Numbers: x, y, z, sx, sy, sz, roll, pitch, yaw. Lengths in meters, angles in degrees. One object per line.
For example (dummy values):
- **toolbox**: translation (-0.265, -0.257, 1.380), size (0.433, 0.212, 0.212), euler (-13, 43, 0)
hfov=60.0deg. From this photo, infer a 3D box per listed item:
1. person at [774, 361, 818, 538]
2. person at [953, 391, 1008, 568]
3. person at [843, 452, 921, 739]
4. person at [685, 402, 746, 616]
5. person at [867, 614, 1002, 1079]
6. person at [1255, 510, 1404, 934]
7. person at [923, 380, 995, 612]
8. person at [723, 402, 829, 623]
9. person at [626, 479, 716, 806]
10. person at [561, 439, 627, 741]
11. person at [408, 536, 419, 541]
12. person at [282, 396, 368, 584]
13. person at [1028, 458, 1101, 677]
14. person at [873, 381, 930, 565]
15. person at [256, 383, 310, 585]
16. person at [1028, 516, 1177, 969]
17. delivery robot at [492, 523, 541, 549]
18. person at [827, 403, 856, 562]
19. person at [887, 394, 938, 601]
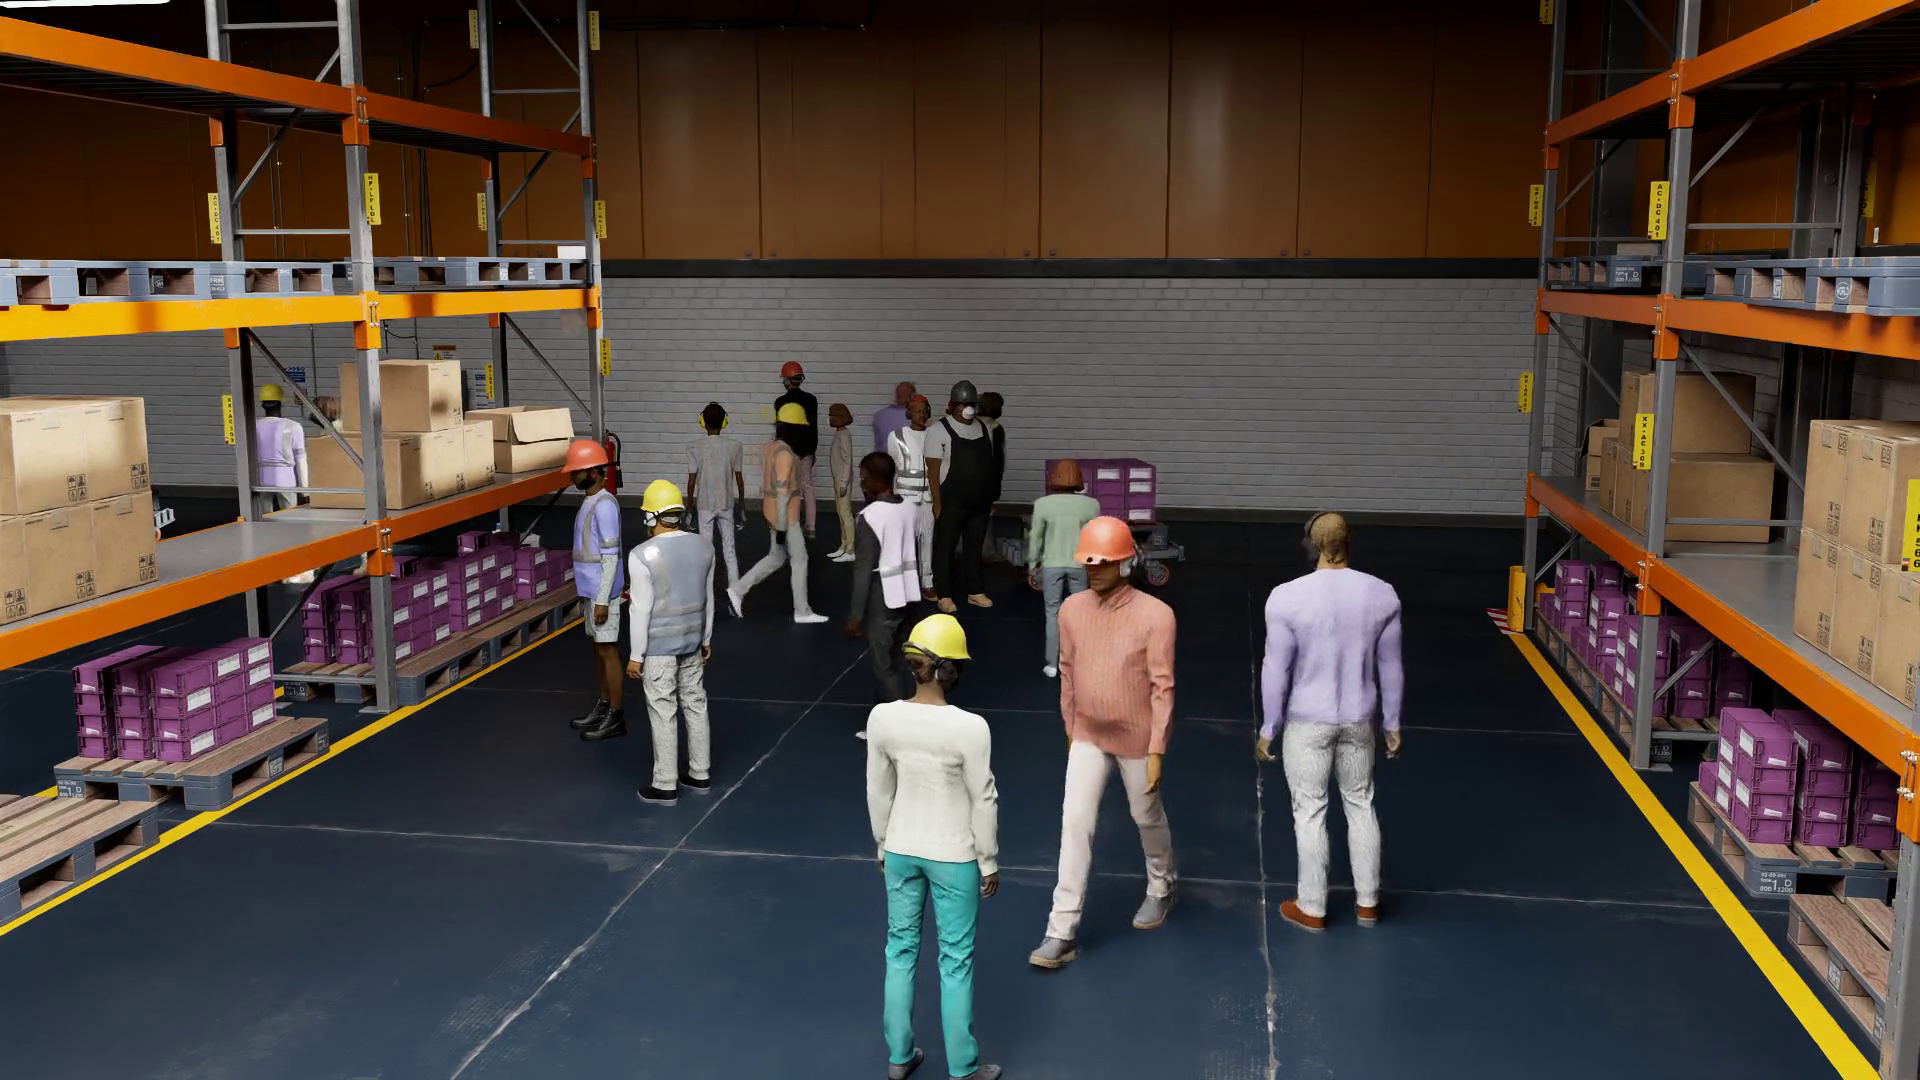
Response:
- **person**: translation (-1.836, -0.982, 18.447), size (0.396, 1.992, 0.623), euler (8, 12, 40)
- **person**: translation (0.171, -0.600, 16.704), size (0.838, 1.802, 0.648), euler (-6, 11, -34)
- **person**: translation (-0.455, 0.395, 10.315), size (0.643, 1.896, 0.658), euler (5, 10, 26)
- **person**: translation (-2.113, -0.258, 14.364), size (0.533, 1.870, 0.315), euler (-3, 10, -18)
- **person**: translation (-0.088, 1.143, 6.070), size (0.523, 1.760, 0.327), euler (5, 10, 28)
- **person**: translation (1.691, 0.829, 7.549), size (0.681, 1.925, 0.357), euler (-2, 9, -11)
- **person**: translation (0.055, -0.392, 14.665), size (0.684, 2.000, 0.538), euler (-6, 11, -33)
- **person**: translation (-1.568, -0.212, 14.023), size (0.823, 1.897, 0.611), euler (-3, 10, -17)
- **person**: translation (-1.640, 0.572, 9.363), size (0.403, 1.830, 0.599), euler (8, 12, 39)
- **person**: translation (-2.338, 0.313, 10.643), size (0.366, 1.935, 0.543), euler (-4, 10, -22)
- **person**: translation (-6.187, -0.925, 18.745), size (0.588, 1.796, 0.937), euler (-4, 10, -26)
- **person**: translation (-6.073, -0.495, 16.073), size (0.933, 1.807, 0.627), euler (-4, 10, -23)
- **person**: translation (0.775, 0.206, 12.254), size (0.519, 1.630, 0.312), euler (0, 9, -3)
- **person**: translation (-0.602, -0.660, 16.837), size (0.658, 1.879, 0.524), euler (5, 10, 26)
- **person**: translation (-6.505, -0.529, 15.857), size (0.593, 1.925, 0.373), euler (0, 9, -2)
- **person**: translation (0.690, 0.852, 7.318), size (0.627, 1.948, 1.020), euler (6, 11, 32)
- **delivery robot**: translation (-4.416, 0.077, 16.055), size (0.707, 0.478, 0.477), euler (-8, 12, -40)
- **person**: translation (-1.227, -0.592, 17.151), size (0.264, 1.632, 0.507), euler (-2, 9, -12)
- **person**: translation (-0.382, -0.370, 15.017), size (0.572, 1.883, 0.356), euler (-5, 10, -26)
